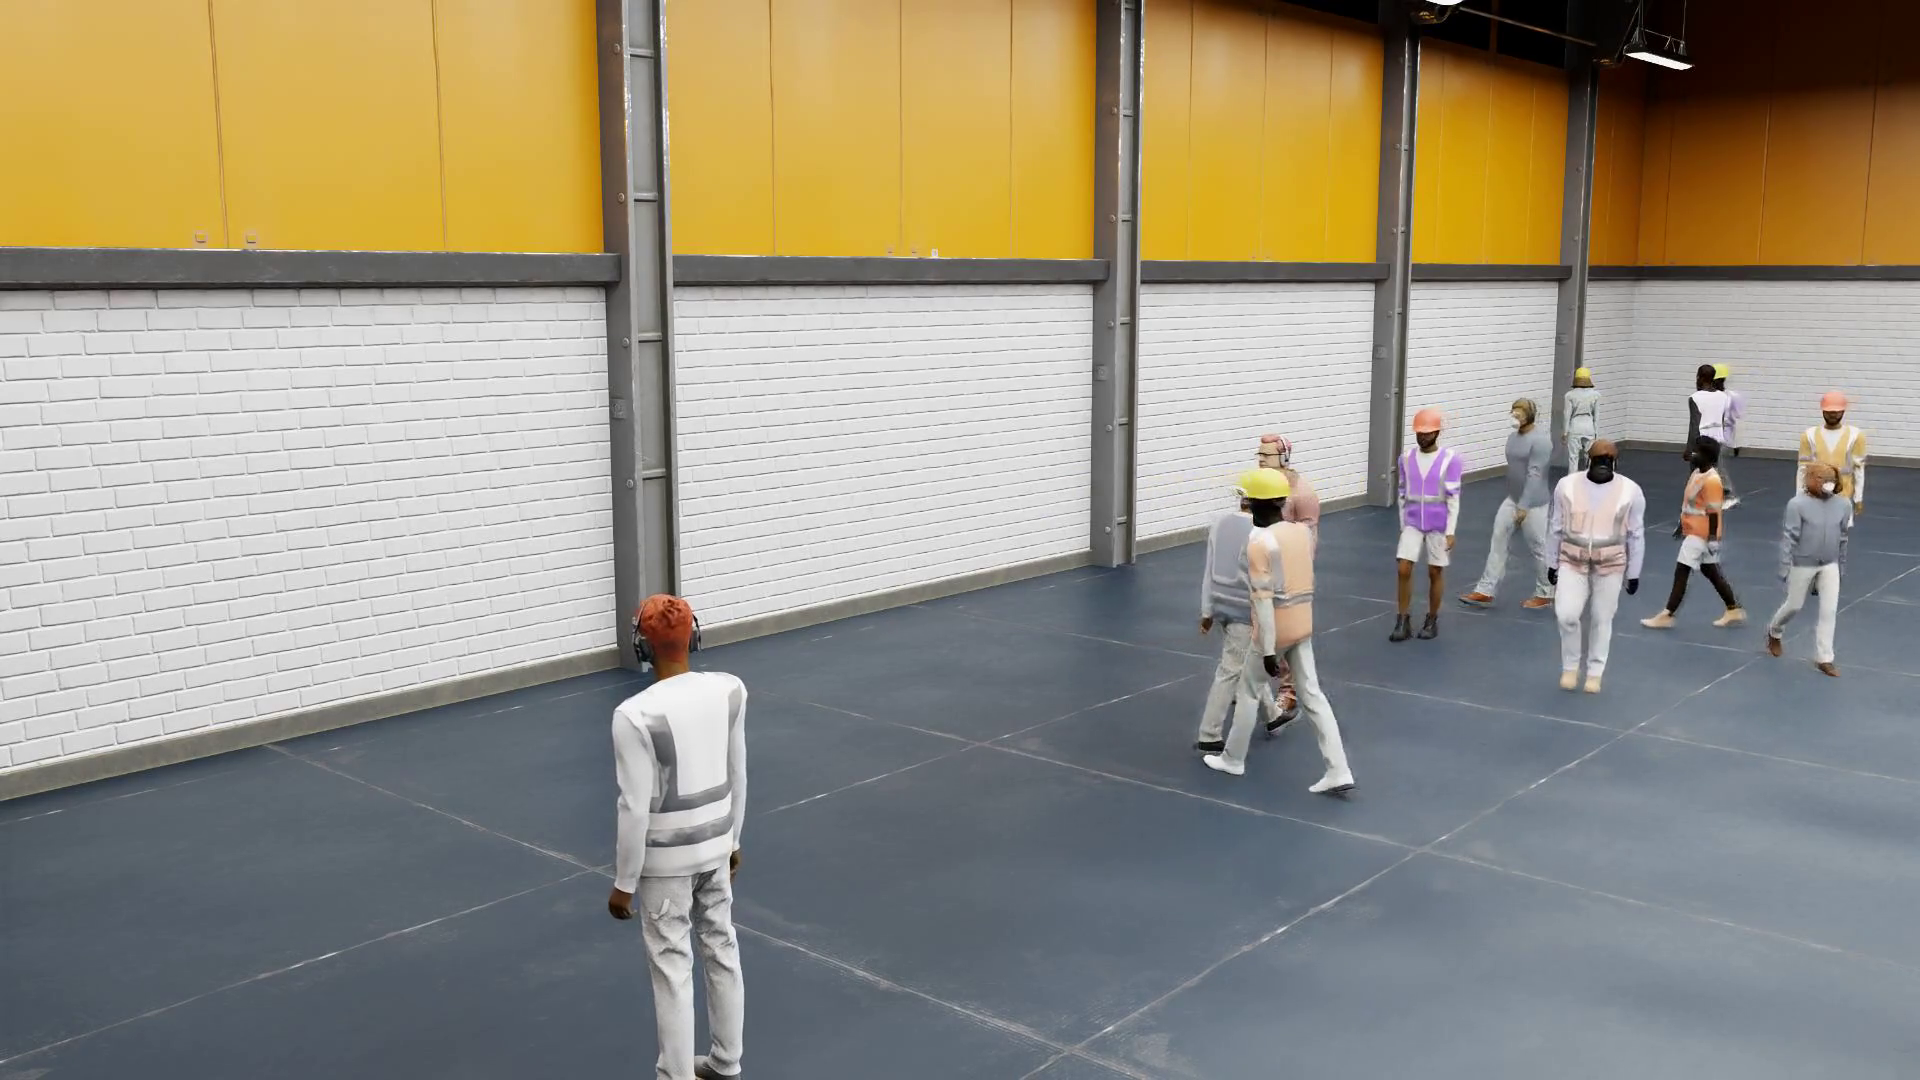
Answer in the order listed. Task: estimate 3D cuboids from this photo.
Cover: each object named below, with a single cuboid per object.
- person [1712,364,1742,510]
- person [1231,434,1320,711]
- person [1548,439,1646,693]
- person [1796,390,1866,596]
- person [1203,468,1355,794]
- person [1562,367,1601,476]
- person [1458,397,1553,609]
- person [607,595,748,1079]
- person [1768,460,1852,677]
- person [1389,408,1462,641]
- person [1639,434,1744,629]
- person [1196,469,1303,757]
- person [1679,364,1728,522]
[{"bbox_3d":[9.511,-1.278,20.919,1.001,1.880,0.607,-4,10,-24],"label":"person"},{"bbox_3d":[2.117,0.226,11.355,0.403,1.911,0.637,-7,11,-36],"label":"person"},{"bbox_3d":[4.497,0.197,11.790,0.650,1.824,0.498,4,10,26],"label":"person"},{"bbox_3d":[8.085,-0.438,15.471,0.573,1.925,0.457,5,11,31],"label":"person"},{"bbox_3d":[1.882,0.524,9.618,0.579,1.876,1.001,-7,12,-38],"label":"person"},{"bbox_3d":[8.390,-1.468,22.505,0.487,1.744,0.312,0,9,3],"label":"person"},{"bbox_3d":[4.880,-0.304,14.702,0.954,1.895,0.633,-3,9,-16],"label":"person"},{"bbox_3d":[-0.983,1.114,5.847,0.355,1.886,0.572,7,12,39],"label":"person"},{"bbox_3d":[6.446,0.177,12.615,0.510,1.607,0.766,0,9,-1],"label":"person"},{"bbox_3d":[3.746,-0.105,13.443,0.550,1.909,0.735,6,11,32],"label":"person"},{"bbox_3d":[6.217,-0.063,13.945,0.840,1.661,0.535,3,9,16],"label":"person"},{"bbox_3d":[1.849,0.445,10.364,0.949,1.776,0.592,-4,10,-26],"label":"person"},{"bbox_3d":[8.879,-1.127,19.819,0.591,1.918,0.386,-5,10,-28],"label":"person"}]
